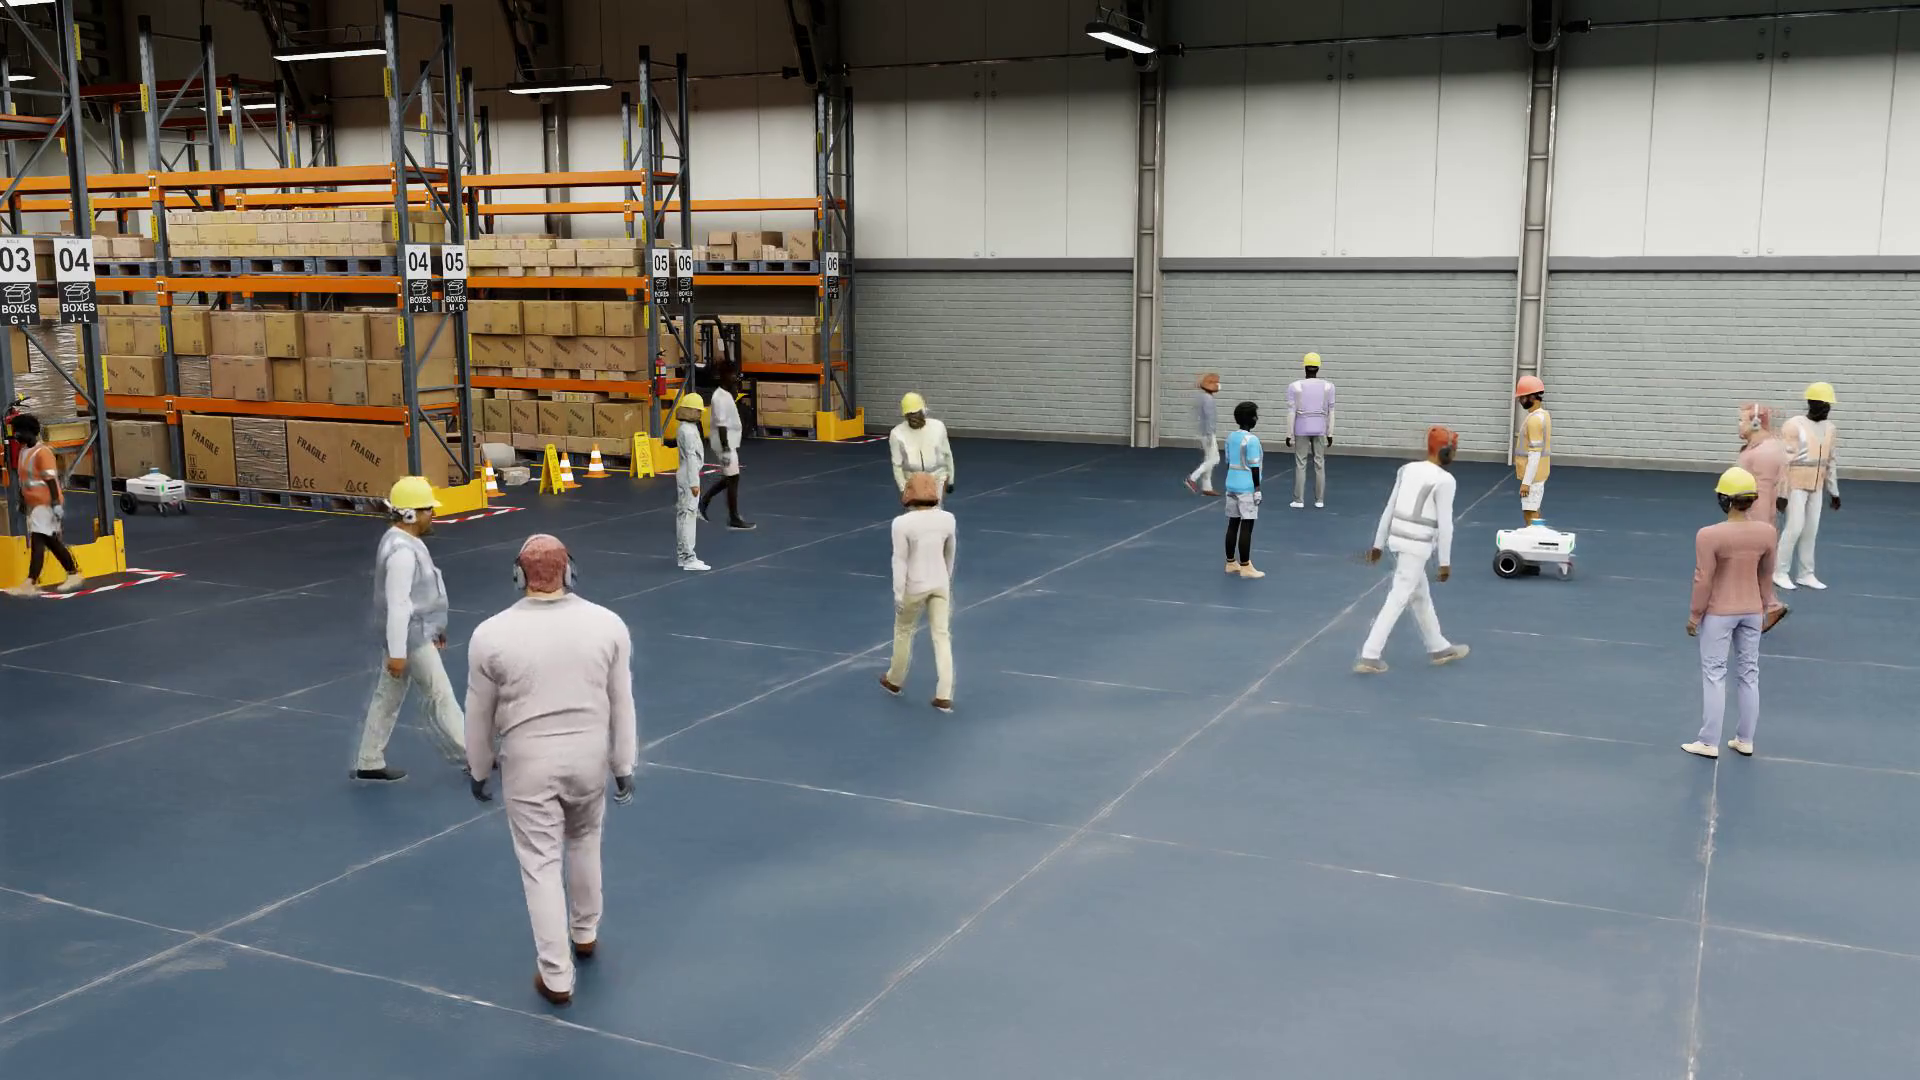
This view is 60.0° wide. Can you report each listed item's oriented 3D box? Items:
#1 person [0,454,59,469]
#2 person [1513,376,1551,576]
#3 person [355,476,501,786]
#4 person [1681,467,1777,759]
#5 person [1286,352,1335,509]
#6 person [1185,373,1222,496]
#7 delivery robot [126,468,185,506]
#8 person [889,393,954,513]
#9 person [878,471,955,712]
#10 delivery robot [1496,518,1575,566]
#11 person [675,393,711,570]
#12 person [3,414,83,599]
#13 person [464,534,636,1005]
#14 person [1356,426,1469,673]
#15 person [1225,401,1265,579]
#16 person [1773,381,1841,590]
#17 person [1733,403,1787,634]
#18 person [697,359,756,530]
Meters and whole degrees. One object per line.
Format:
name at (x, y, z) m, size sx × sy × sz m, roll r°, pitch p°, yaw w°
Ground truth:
person at (-10.701, -1.022, 19.008) m, size 0.953 × 1.789 × 0.606 m, roll 4°, pitch 10°, yaw 25°
person at (5.491, -0.619, 16.052) m, size 0.372 × 1.928 × 0.543 m, roll 4°, pitch 10°, yaw 25°
person at (-3.046, 0.525, 9.472) m, size 0.913 × 1.782 × 0.611 m, roll -4°, pitch 10°, yaw -21°
person at (4.639, 0.442, 10.032) m, size 0.523 × 1.772 × 0.302 m, roll -2°, pitch 9°, yaw -11°
person at (4.303, -1.341, 20.481) m, size 0.595 × 1.925 × 0.370 m, roll 0°, pitch 9°, yaw -3°
person at (3.196, -1.355, 21.512) m, size 0.394 × 1.621 × 0.500 m, roll 1°, pitch 9°, yaw 5°
delivery robot at (-9.669, -0.623, 19.991) m, size 0.707 × 0.478 × 0.477 m, roll 5°, pitch 10°, yaw 27°
person at (-0.368, -0.552, 16.157) m, size 0.622 × 1.767 × 0.786 m, roll 0°, pitch 9°, yaw -2°
person at (-0.288, 0.327, 11.275) m, size 0.513 × 1.593 × 0.839 m, roll -5°, pitch 11°, yaw -28°
delivery robot at (5.518, 0.036, 15.936) m, size 0.707 × 0.478 × 0.477 m, roll 4°, pitch 10°, yaw 21°
person at (-2.635, -0.574, 16.370) m, size 0.311 × 1.735 × 0.483 m, roll -3°, pitch 10°, yaw -18°
person at (-8.312, -0.314, 15.016) m, size 0.596 × 1.643 × 0.712 m, roll 9°, pitch 13°, yaw 43°
person at (-1.711, 0.905, 6.880) m, size 0.655 × 1.877 × 0.808 m, roll -5°, pitch 10°, yaw -27°
person at (3.323, 0.071, 12.201) m, size 1.022 × 1.814 × 0.616 m, roll -3°, pitch 10°, yaw -19°
person at (2.720, -0.480, 15.904) m, size 0.318 × 1.699 × 0.535 m, roll -4°, pitch 10°, yaw -21°
person at (7.833, -0.504, 15.362) m, size 0.627 × 1.925 × 0.391 m, roll -3°, pitch 10°, yaw -20°
person at (6.330, -0.155, 13.331) m, size 0.459 × 1.884 × 0.662 m, roll 3°, pitch 10°, yaw 17°
person at (-2.676, -1.073, 18.753) m, size 0.658 × 1.950 × 0.631 m, roll -1°, pitch 9°, yaw -7°
